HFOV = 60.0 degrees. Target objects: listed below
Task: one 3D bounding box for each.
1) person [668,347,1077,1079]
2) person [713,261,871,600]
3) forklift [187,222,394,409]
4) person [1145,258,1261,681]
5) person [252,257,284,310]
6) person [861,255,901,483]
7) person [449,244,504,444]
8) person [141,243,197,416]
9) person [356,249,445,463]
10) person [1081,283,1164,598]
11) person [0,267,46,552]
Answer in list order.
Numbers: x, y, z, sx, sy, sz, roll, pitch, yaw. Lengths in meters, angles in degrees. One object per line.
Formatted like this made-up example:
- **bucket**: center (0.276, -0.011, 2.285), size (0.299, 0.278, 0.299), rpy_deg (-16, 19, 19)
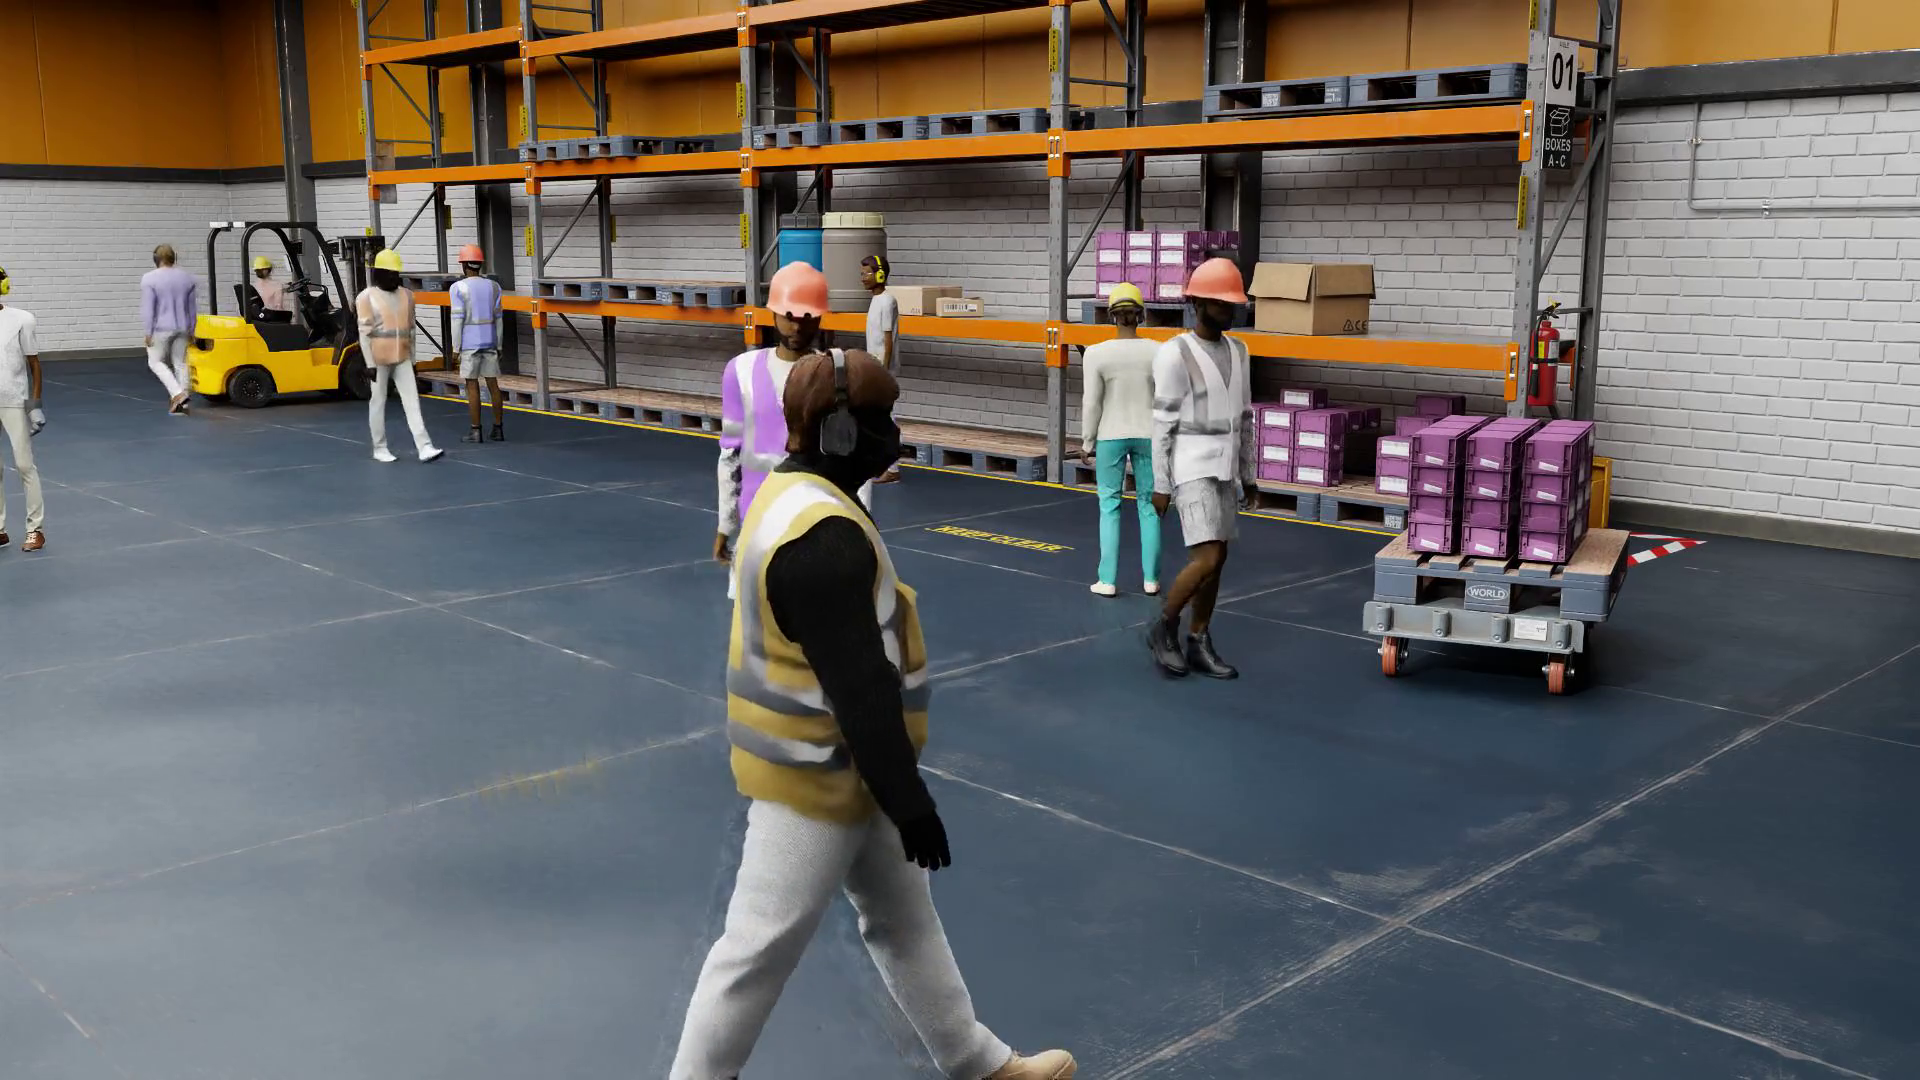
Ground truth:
- **person**: center (-0.234, 0.495, 3.544), size (0.975, 1.792, 0.628), rpy_deg (-1, 10, -5)
- **person**: center (-0.632, -0.071, 6.230), size (0.595, 1.928, 0.399), rpy_deg (1, 10, 4)
- **forklift**: center (-8.169, -2.758, 20.163), size (2.313, 2.155, 1.214), rpy_deg (-10, 14, -44)
- **person**: center (1.135, -0.300, 7.522), size (0.546, 1.924, 0.396), rpy_deg (-10, 14, -43)
- **person**: center (-9.156, -2.851, 21.931), size (0.537, 1.728, 0.873), rpy_deg (3, 11, 16)
- **person**: center (-0.656, -1.394, 13.649), size (0.327, 1.860, 0.513), rpy_deg (-2, 11, -13)
- **person**: center (-4.729, -1.912, 16.249), size (0.376, 1.935, 0.550), rpy_deg (10, 14, 43)
- **person**: center (-8.822, -2.336, 18.582), size (0.447, 1.926, 0.651), rpy_deg (6, 12, 31)
- **person**: center (-4.953, -1.596, 14.649), size (0.926, 1.884, 0.618), rpy_deg (8, 13, 38)
- **person**: center (0.930, -0.550, 9.316), size (0.523, 1.760, 0.327), rpy_deg (-1, 10, -8)
- **person**: center (-6.145, -0.849, 10.649), size (0.531, 1.867, 0.322), rpy_deg (-1, 10, -5)
